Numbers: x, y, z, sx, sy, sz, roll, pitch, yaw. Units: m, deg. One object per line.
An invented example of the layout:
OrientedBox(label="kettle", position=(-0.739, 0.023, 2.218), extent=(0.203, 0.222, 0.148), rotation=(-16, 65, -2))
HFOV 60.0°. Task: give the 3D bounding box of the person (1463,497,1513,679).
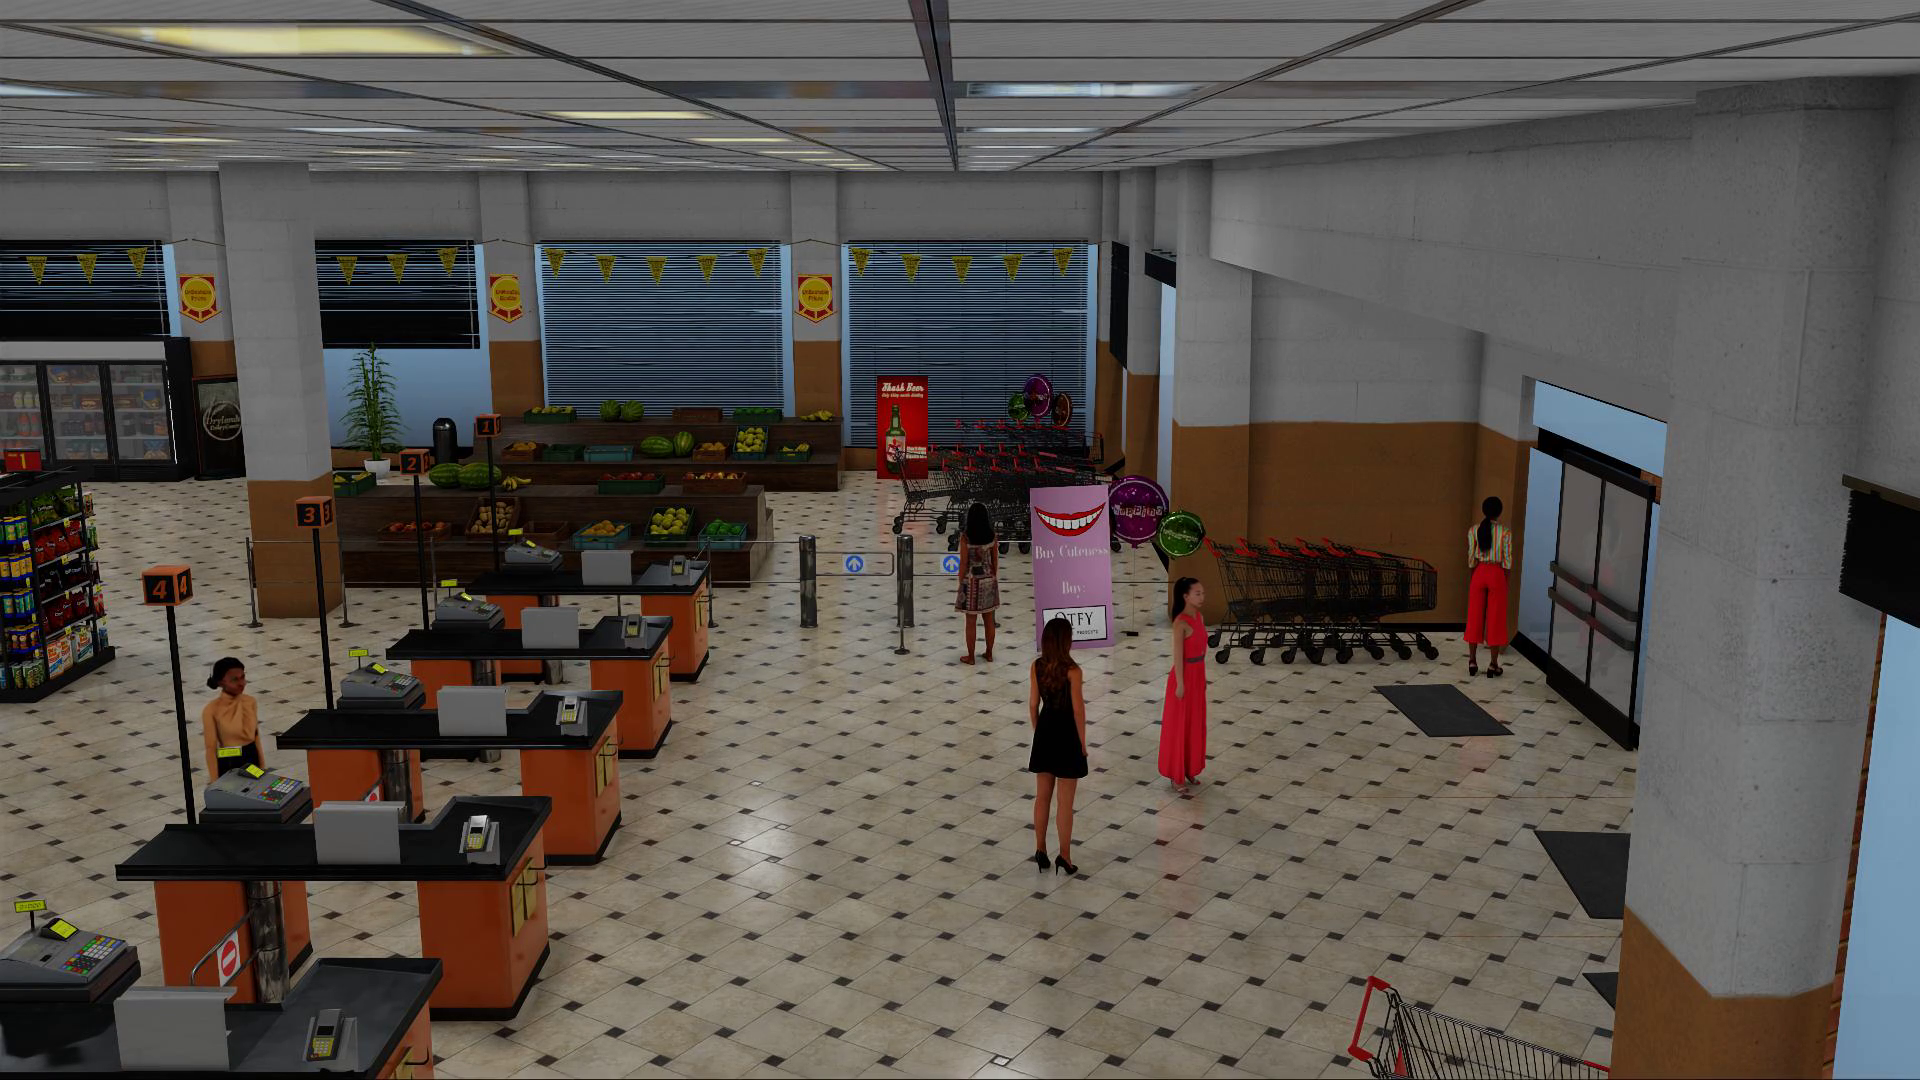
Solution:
OrientedBox(label="person", position=(5.170, 0.452, 16.273), extent=(0.634, 1.793, 0.739), rotation=(7, 14, 30))

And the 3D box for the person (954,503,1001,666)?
OrientedBox(label="person", position=(0.185, 0.429, 16.741), extent=(0.642, 1.645, 0.785), rotation=(-6, 13, -27))

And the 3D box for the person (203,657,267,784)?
OrientedBox(label="person", position=(-4.864, 1.592, 11.198), extent=(0.678, 1.655, 0.659), rotation=(6, 14, 28))

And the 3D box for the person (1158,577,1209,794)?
OrientedBox(label="person", position=(1.805, 1.135, 13.194), extent=(0.747, 1.726, 0.714), rotation=(8, 14, 34))

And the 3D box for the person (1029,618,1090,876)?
OrientedBox(label="person", position=(0.670, 1.430, 11.530), extent=(0.625, 1.835, 0.722), rotation=(7, 14, 32))
